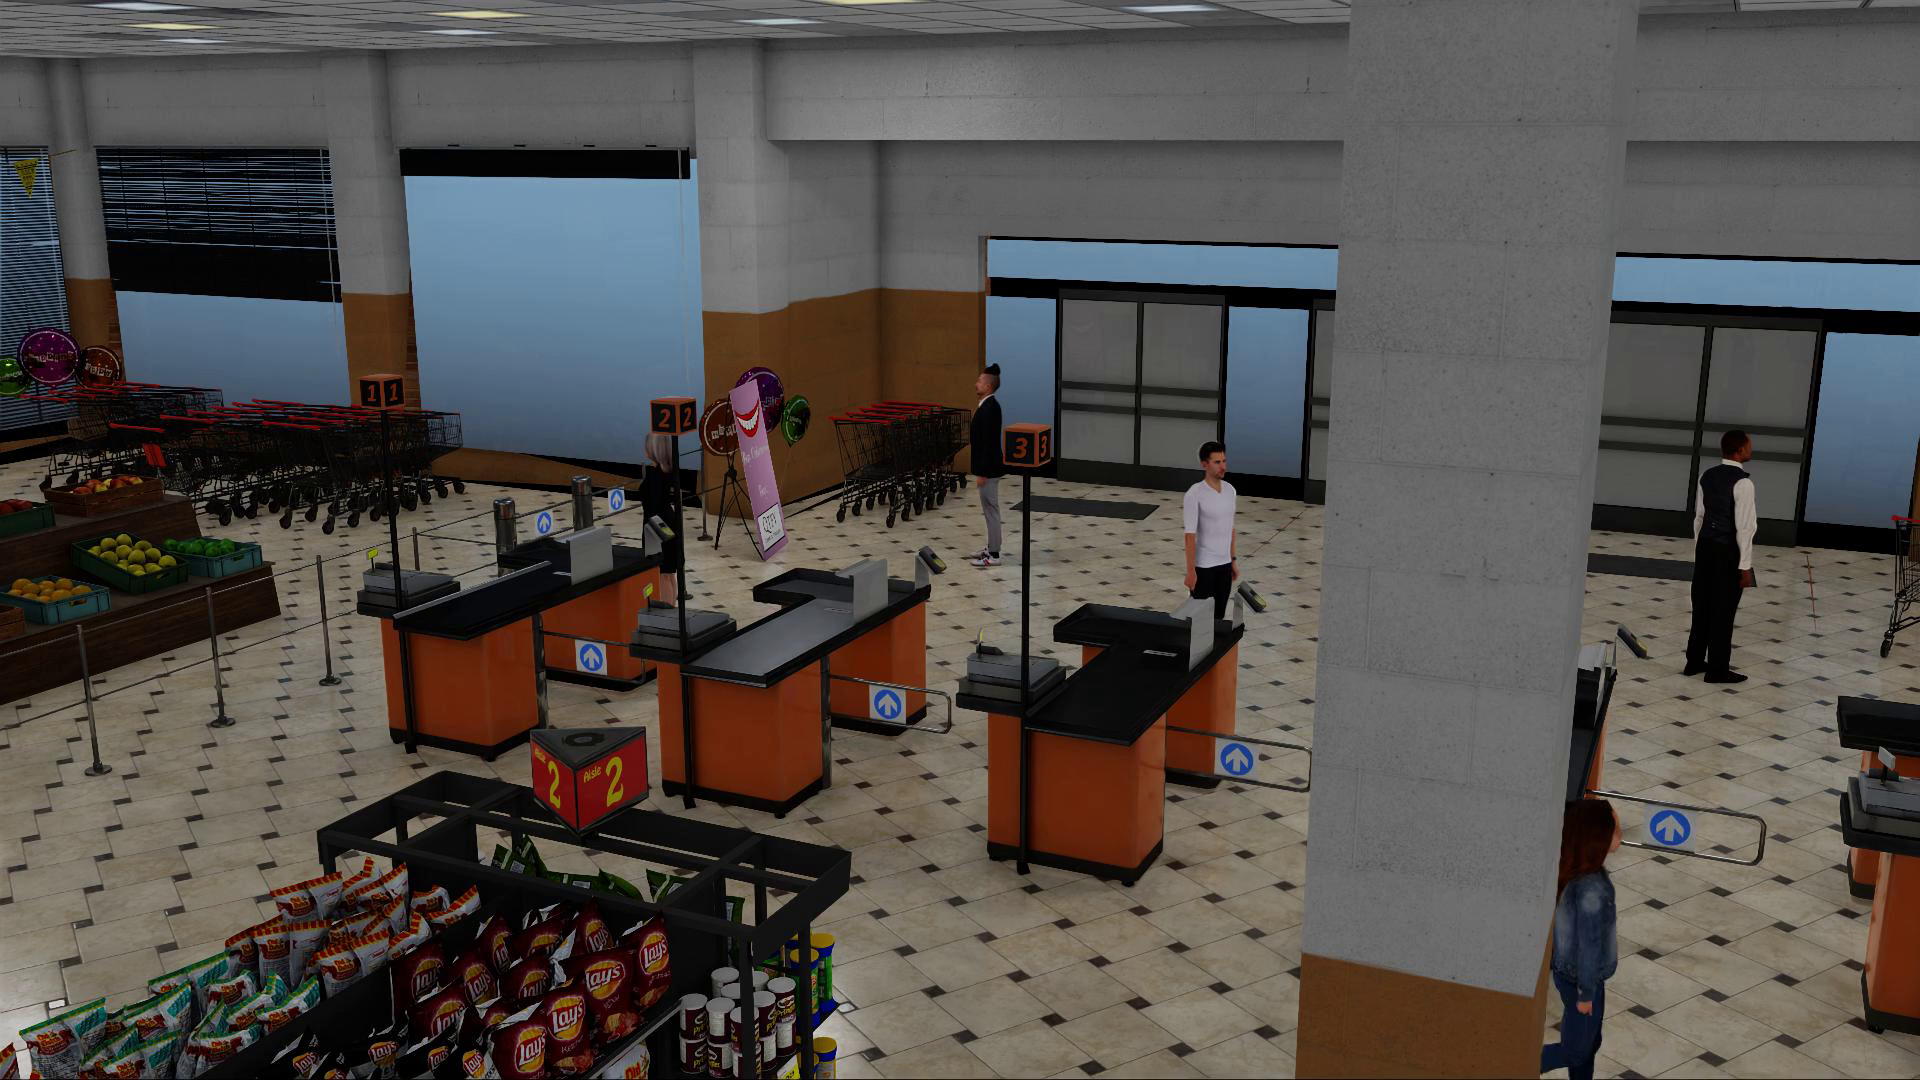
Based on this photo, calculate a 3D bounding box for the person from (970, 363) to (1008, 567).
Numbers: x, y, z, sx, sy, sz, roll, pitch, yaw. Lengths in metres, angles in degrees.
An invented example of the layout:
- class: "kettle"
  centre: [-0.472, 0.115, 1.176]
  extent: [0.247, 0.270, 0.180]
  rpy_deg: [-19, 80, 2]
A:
- class: "person"
  centre: [0.280, -0.730, 15.977]
  extent: [0.847, 1.948, 0.687]
  rpy_deg: [1, 14, 2]

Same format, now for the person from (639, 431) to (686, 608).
- class: "person"
  centre: [-2.438, -0.037, 13.548]
  extent: [0.739, 1.747, 0.626]
  rpy_deg: [0, 14, 2]

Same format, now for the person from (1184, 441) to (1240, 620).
- class: "person"
  centre: [1.874, 0.173, 12.460]
  extent: [0.669, 1.851, 0.818]
  rpy_deg: [-10, 17, -37]

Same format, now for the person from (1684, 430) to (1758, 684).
- class: "person"
  centre: [5.746, 0.115, 12.554]
  extent: [0.831, 1.919, 0.764]
  rpy_deg: [-5, 14, -18]

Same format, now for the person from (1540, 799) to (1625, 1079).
- class: "person"
  centre: [2.448, 1.754, 6.761]
  extent: [0.720, 1.464, 0.831]
  rpy_deg: [3, 14, 14]
